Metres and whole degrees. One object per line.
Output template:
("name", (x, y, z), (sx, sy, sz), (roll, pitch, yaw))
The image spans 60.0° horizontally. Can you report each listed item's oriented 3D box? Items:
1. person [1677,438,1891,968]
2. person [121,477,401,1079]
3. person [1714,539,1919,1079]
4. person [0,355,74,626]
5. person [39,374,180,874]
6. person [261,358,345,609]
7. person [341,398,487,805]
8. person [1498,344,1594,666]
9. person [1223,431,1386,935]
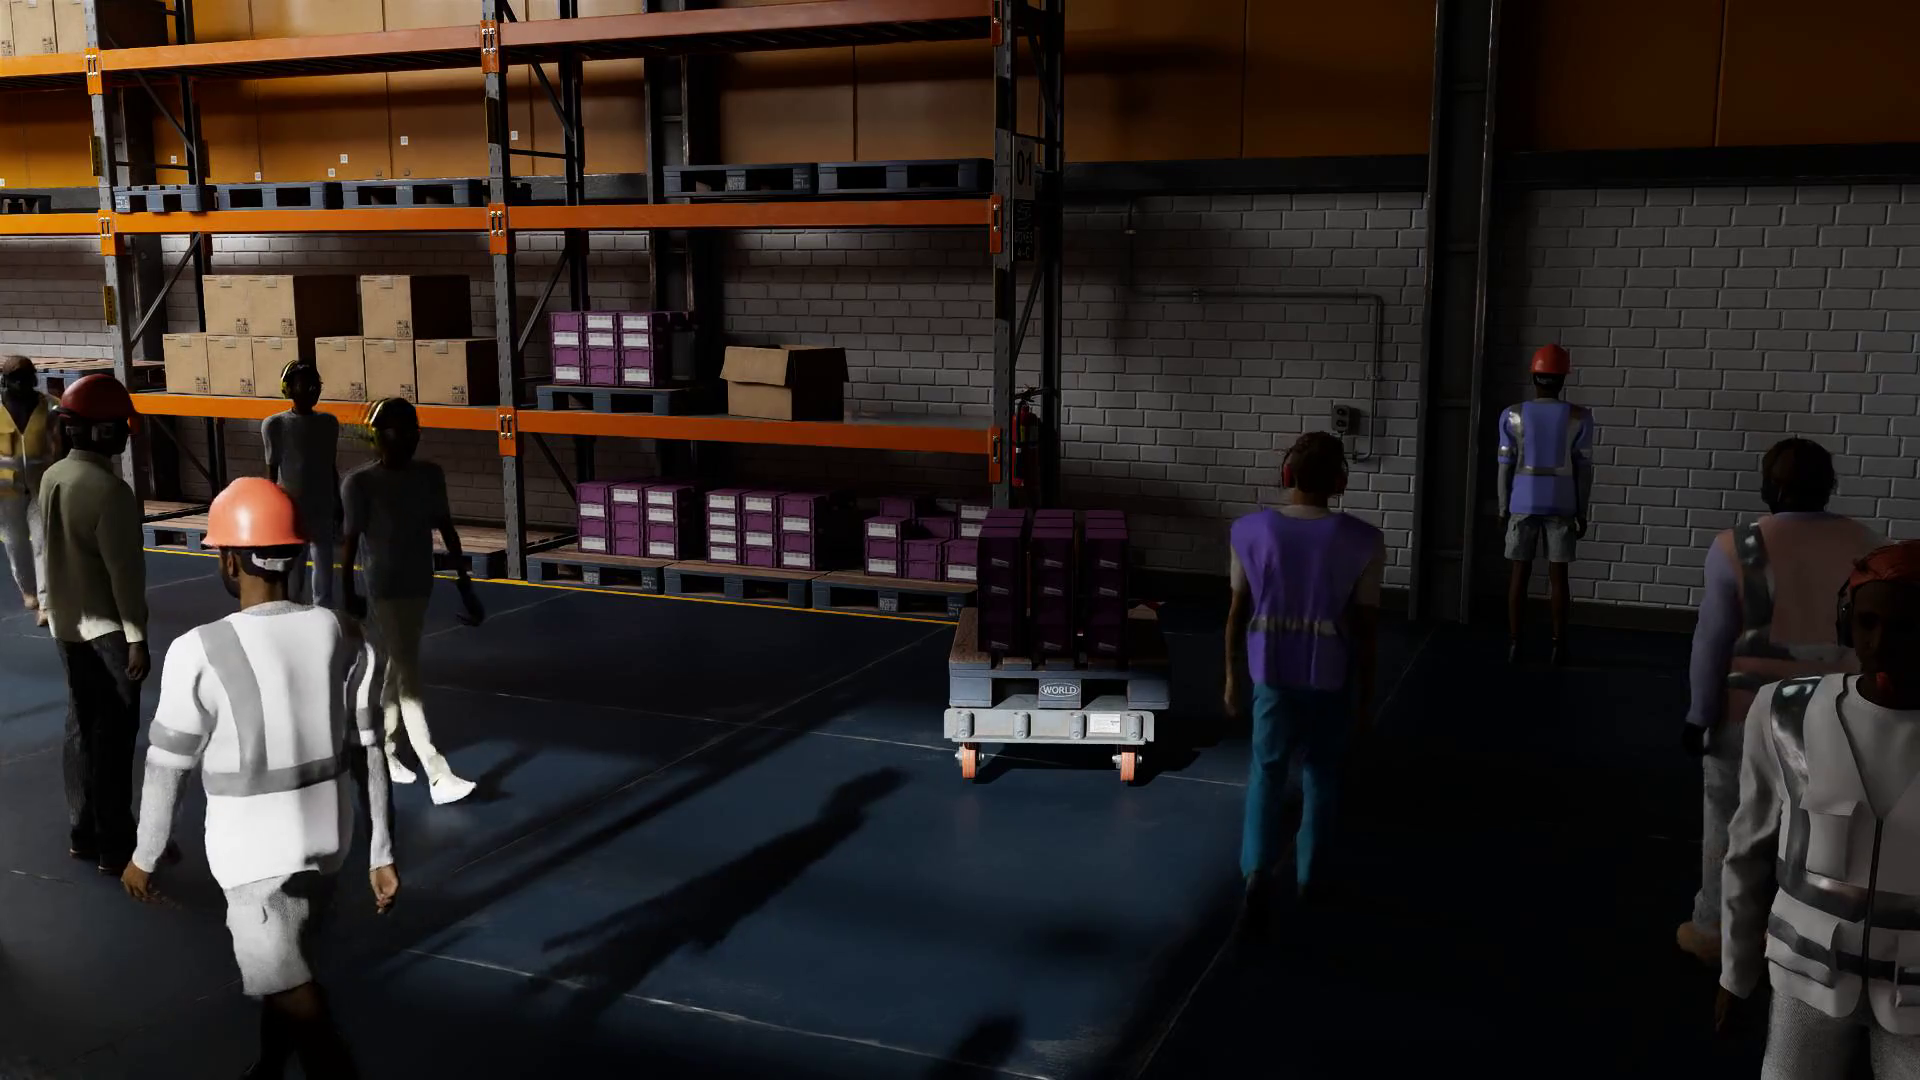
("person", (2.792, 0.570, 5.660), (0.642, 1.841, 0.429), (1, 9, 3))
("person", (-1.737, 0.783, 4.289), (1.022, 1.889, 0.547), (6, 11, 31))
("person", (1.850, 0.928, 3.384), (0.585, 1.882, 0.337), (7, 12, 36))
("person", (-6.351, -0.361, 11.323), (0.628, 1.809, 0.914), (-5, 11, -26))
("person", (-3.413, 0.333, 6.663), (0.608, 1.987, 0.404), (7, 12, 36))
("person", (-3.798, -0.123, 9.720), (0.329, 1.872, 0.507), (6, 11, 32))
("person", (-2.454, 0.273, 7.509), (0.965, 1.822, 0.513), (6, 11, 33))
("person", (3.506, -0.205, 10.011), (0.543, 1.938, 0.356), (3, 10, 20))
("person", (1.235, 0.514, 6.065), (0.576, 1.819, 0.792), (3, 10, 20))
